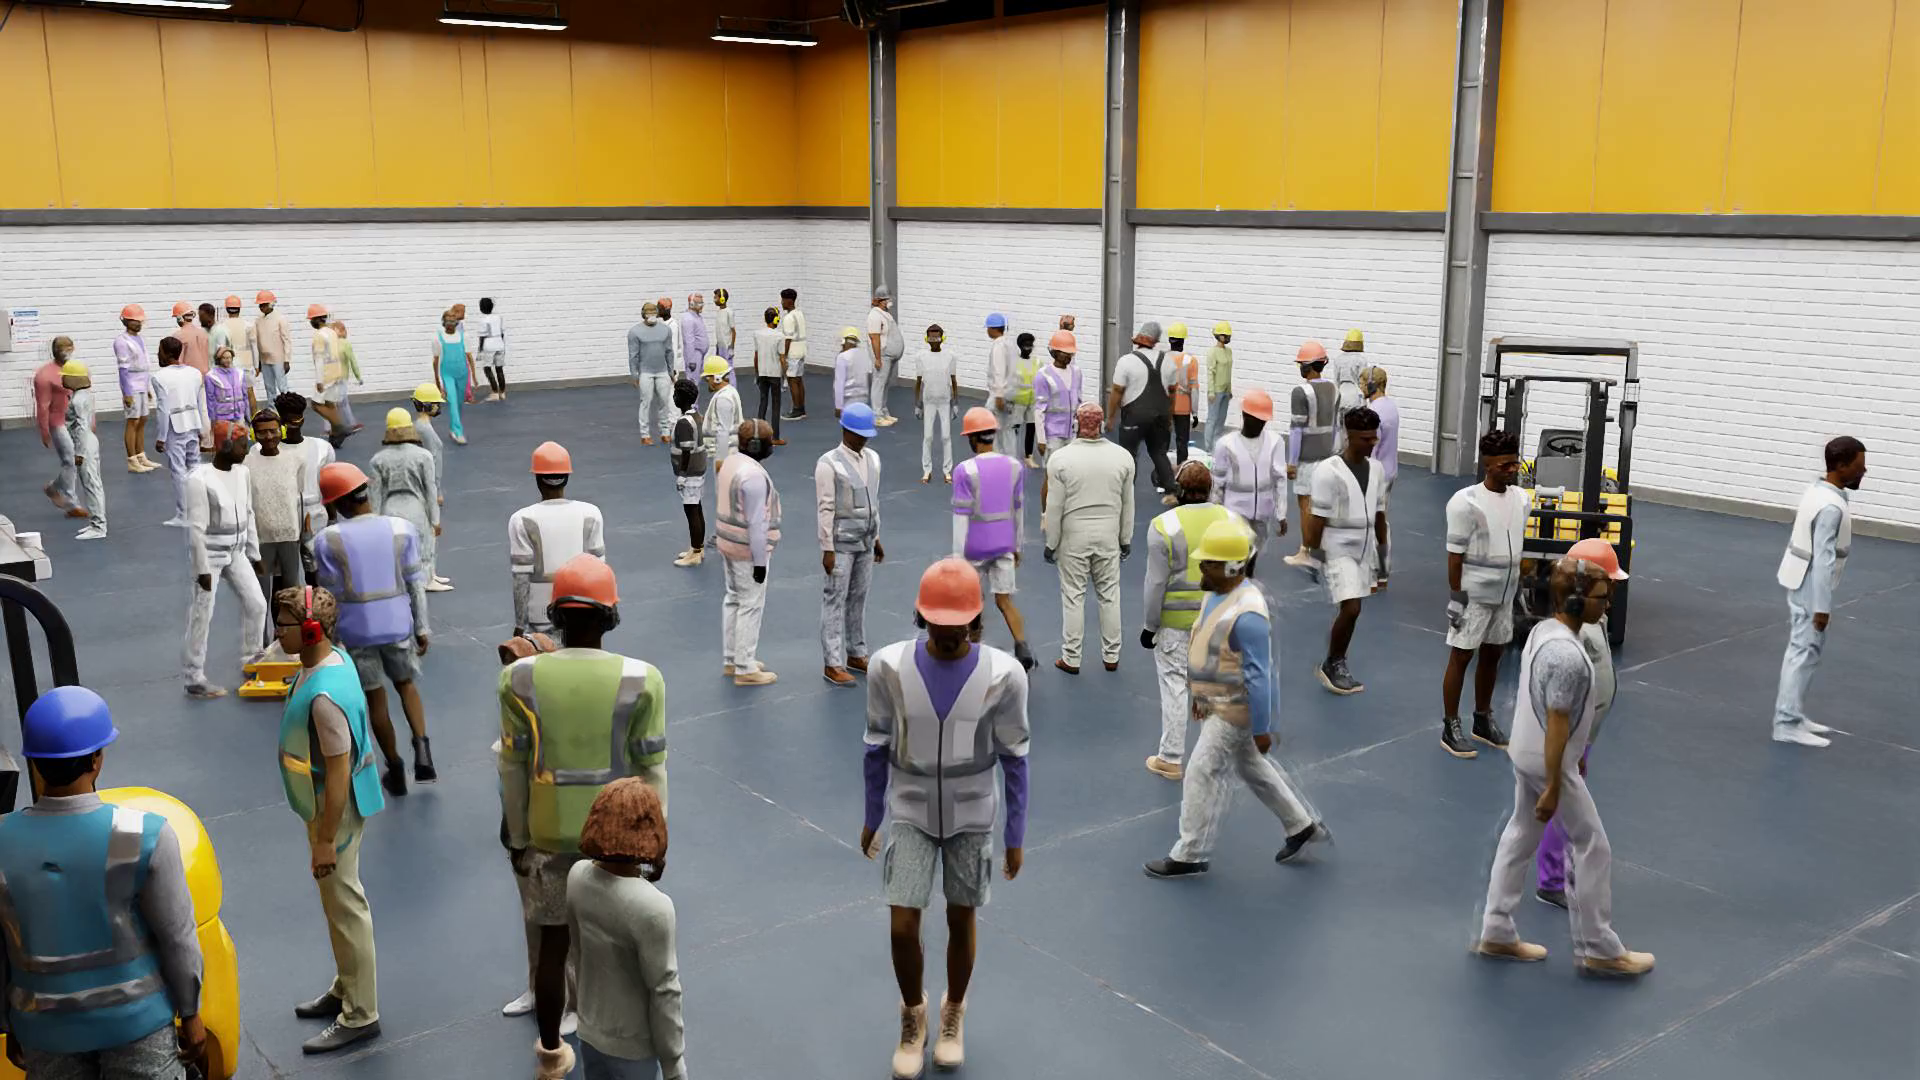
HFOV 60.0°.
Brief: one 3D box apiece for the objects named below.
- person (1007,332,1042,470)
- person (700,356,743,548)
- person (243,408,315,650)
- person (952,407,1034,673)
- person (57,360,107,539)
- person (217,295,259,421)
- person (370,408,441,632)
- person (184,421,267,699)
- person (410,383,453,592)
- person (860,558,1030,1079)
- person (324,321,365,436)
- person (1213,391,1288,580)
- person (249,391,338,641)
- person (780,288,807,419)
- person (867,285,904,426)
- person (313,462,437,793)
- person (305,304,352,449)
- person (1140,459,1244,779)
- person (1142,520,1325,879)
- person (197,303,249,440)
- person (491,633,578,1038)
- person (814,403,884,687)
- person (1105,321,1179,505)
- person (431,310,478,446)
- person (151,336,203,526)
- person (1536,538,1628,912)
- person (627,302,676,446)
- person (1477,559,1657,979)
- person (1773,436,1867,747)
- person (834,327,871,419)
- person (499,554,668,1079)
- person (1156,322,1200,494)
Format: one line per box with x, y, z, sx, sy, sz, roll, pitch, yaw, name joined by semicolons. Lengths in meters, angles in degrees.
0.775;-1.677;20.197;0.537;1.690;0.321;-7;14;-31;person
-2.259;-0.844;15.856;0.403;1.818;0.606;-1;12;-3;person
-4.766;0.011;11.601;0.520;1.871;0.332;-7;14;-30;person
0.234;0.055;11.337;0.583;1.903;0.821;-6;13;-27;person
-8.559;-0.882;16.214;0.291;1.746;0.484;-4;12;-20;person
-10.201;-2.487;23.496;0.550;1.935;0.376;-6;13;-28;person
-4.252;-0.140;12.696;0.506;1.712;0.605;1;12;3;person
-4.875;0.133;11.092;0.609;1.852;0.583;4;12;18;person
-4.483;-0.445;14.078;0.343;1.762;0.526;-6;13;-26;person
-0.064;1.055;6.186;0.646;2.019;0.601;1;12;3;person
-8.652;-2.256;23.227;0.505;1.587;0.848;6;13;27;person
2.216;-0.212;12.700;0.539;1.875;1.000;-2;12;-9;person
-4.717;-0.086;11.843;0.603;1.962;0.371;-9;14;-36;person
-2.499;-2.780;24.884;0.383;1.957;0.605;3;12;16;person
-1.079;-2.692;24.234;0.538;2.000;0.690;2;12;10;person
-3.234;0.503;9.180;0.568;1.892;0.435;-7;14;-30;person
-8.326;-2.137;21.853;0.498;1.916;0.587;1;12;6;person
1.308;0.451;9.541;0.635;1.842;0.429;-5;13;-24;person
1.384;0.773;8.106;0.898;1.793;0.574;-1;12;-3;person
-10.076;-2.229;22.402;0.614;1.881;0.893;10;15;39;person
-1.652;1.161;6.625;0.525;1.633;0.313;11;16;42;person
-0.734;0.018;11.405;0.417;1.935;0.605;9;14;36;person
1.937;-1.352;17.764;0.810;2.000;0.607;-5;13;-24;person
-6.852;-2.210;22.502;0.523;1.802;0.959;-8;14;-33;person
-7.877;-1.085;16.811;0.387;1.928;0.611;4;12;17;person
2.911;0.851;7.823;0.326;1.752;0.561;5;13;24;person
-4.118;-2.218;22.239;0.635;1.927;0.372;-8;14;-32;person
2.654;0.975;7.089;0.821;1.817;0.512;1;12;4;person
5.190;0.311;10.095;0.423;1.903;0.594;4;13;21;person
-1.262;-1.605;19.632;0.465;1.787;0.657;6;13;28;person
-1.378;1.060;6.181;0.606;2.028;0.452;-1;12;-3;person
2.396;-1.462;18.570;0.584;1.927;0.366;6;13;27;person
